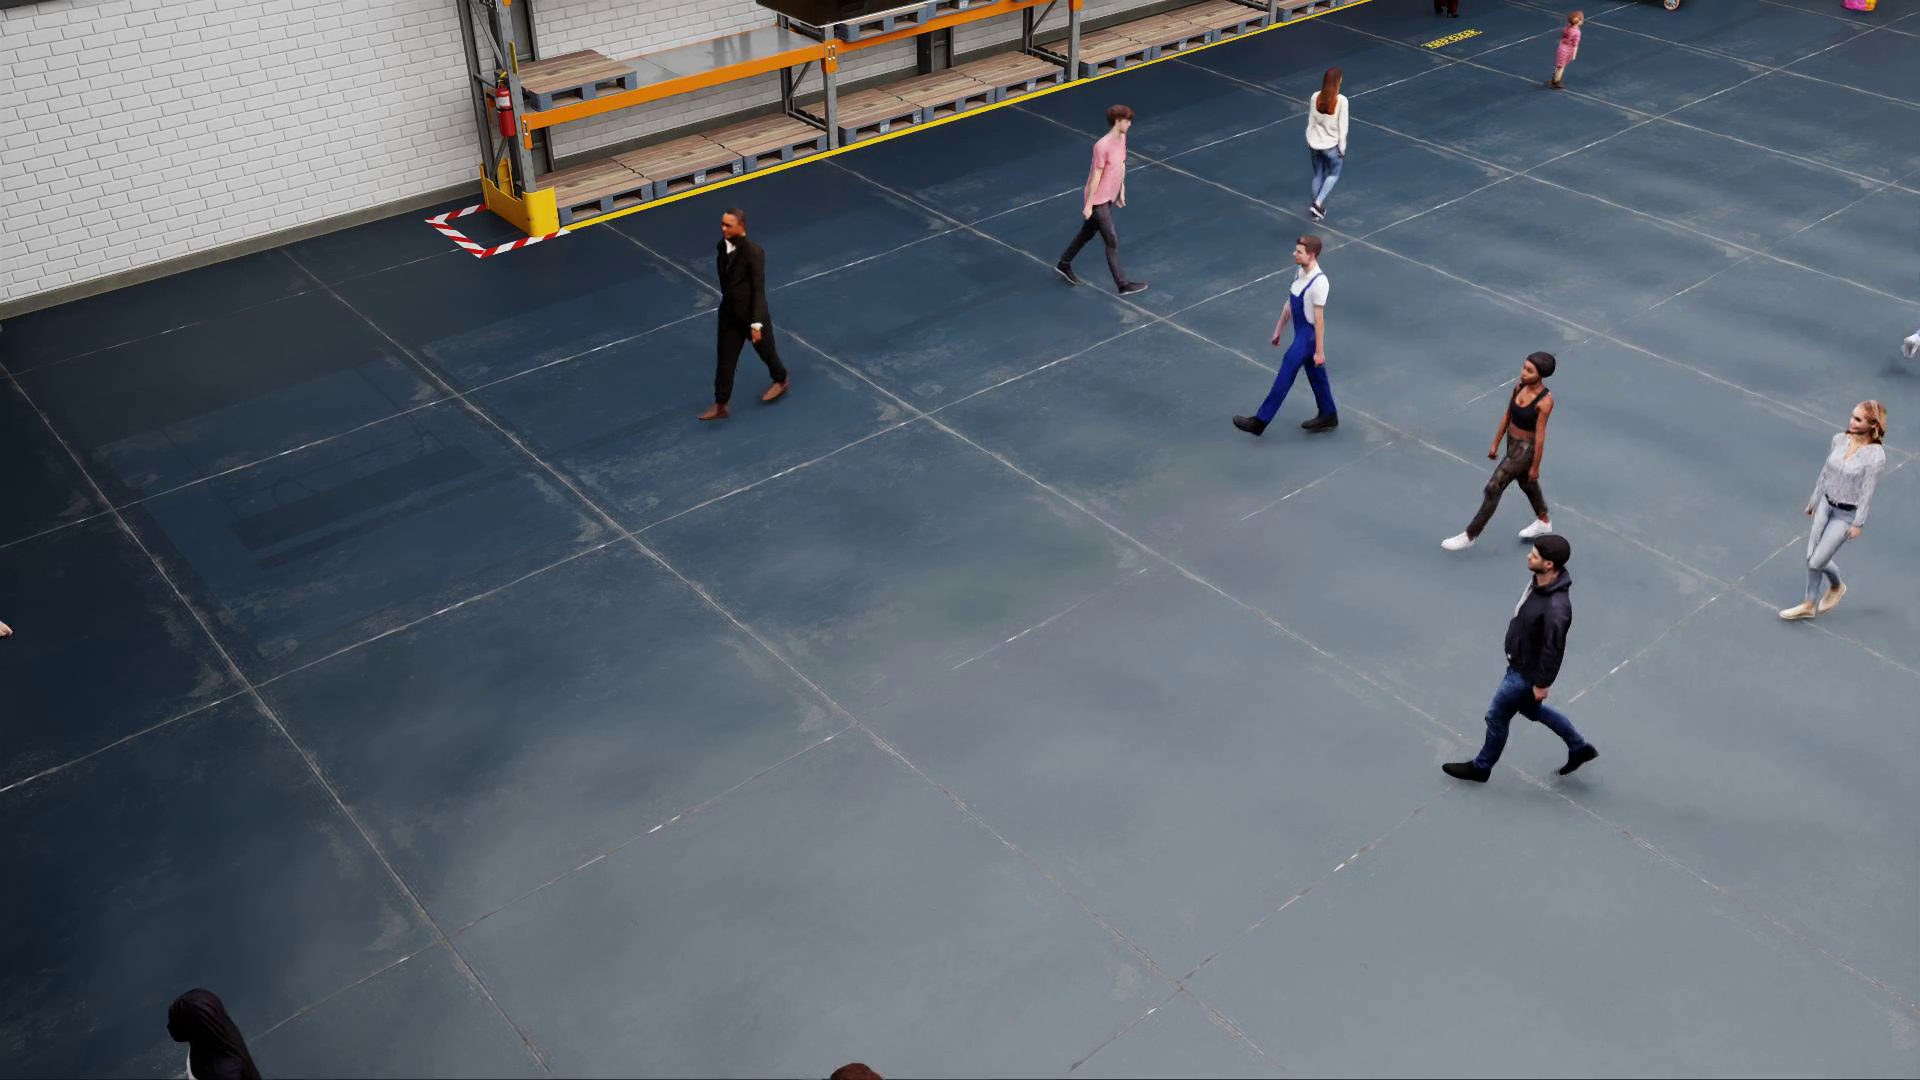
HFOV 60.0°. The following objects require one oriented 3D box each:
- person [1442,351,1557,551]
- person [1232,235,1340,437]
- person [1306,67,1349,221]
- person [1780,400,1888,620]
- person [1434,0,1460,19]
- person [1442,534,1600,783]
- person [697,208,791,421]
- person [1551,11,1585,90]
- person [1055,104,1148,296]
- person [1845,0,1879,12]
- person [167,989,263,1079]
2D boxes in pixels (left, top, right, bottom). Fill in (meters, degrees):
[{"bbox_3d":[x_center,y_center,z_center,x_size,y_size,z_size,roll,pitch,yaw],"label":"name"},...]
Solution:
[{"bbox_3d":[4.303,-0.657,12.557,1.231,1.645,0.958,-7,34,-11],"label":"person"},{"bbox_3d":[2.995,-1.691,13.966,1.298,1.807,1.079,-5,34,-8],"label":"person"},{"bbox_3d":[3.903,-4.212,17.870,0.691,1.683,0.744,24,41,32],"label":"person"},{"bbox_3d":[6.259,-0.188,11.724,0.813,1.786,0.749,-8,34,-12],"label":"person"},{"bbox_3d":[7.258,-8.587,24.383,0.627,1.759,0.684,-20,38,-27],"label":"person"},{"bbox_3d":[3.601,0.779,10.194,1.188,1.867,1.197,7,34,10],"label":"person"},{"bbox_3d":[-1.779,-1.966,14.336,0.887,1.854,1.320,24,41,32],"label":"person"},{"bbox_3d":[7.928,-6.421,21.804,0.545,1.006,0.488,-13,36,-19],"label":"person"},{"bbox_3d":[1.290,-3.355,16.374,1.087,1.912,1.289,18,38,25],"label":"person"},{"bbox_3d":[13.611,-8.767,24.725,0.764,1.681,0.839,-3,34,-4],"label":"person"},{"bbox_3d":[-3.245,2.641,7.520,0.624,1.727,0.635,-20,38,-27],"label":"person"}]
